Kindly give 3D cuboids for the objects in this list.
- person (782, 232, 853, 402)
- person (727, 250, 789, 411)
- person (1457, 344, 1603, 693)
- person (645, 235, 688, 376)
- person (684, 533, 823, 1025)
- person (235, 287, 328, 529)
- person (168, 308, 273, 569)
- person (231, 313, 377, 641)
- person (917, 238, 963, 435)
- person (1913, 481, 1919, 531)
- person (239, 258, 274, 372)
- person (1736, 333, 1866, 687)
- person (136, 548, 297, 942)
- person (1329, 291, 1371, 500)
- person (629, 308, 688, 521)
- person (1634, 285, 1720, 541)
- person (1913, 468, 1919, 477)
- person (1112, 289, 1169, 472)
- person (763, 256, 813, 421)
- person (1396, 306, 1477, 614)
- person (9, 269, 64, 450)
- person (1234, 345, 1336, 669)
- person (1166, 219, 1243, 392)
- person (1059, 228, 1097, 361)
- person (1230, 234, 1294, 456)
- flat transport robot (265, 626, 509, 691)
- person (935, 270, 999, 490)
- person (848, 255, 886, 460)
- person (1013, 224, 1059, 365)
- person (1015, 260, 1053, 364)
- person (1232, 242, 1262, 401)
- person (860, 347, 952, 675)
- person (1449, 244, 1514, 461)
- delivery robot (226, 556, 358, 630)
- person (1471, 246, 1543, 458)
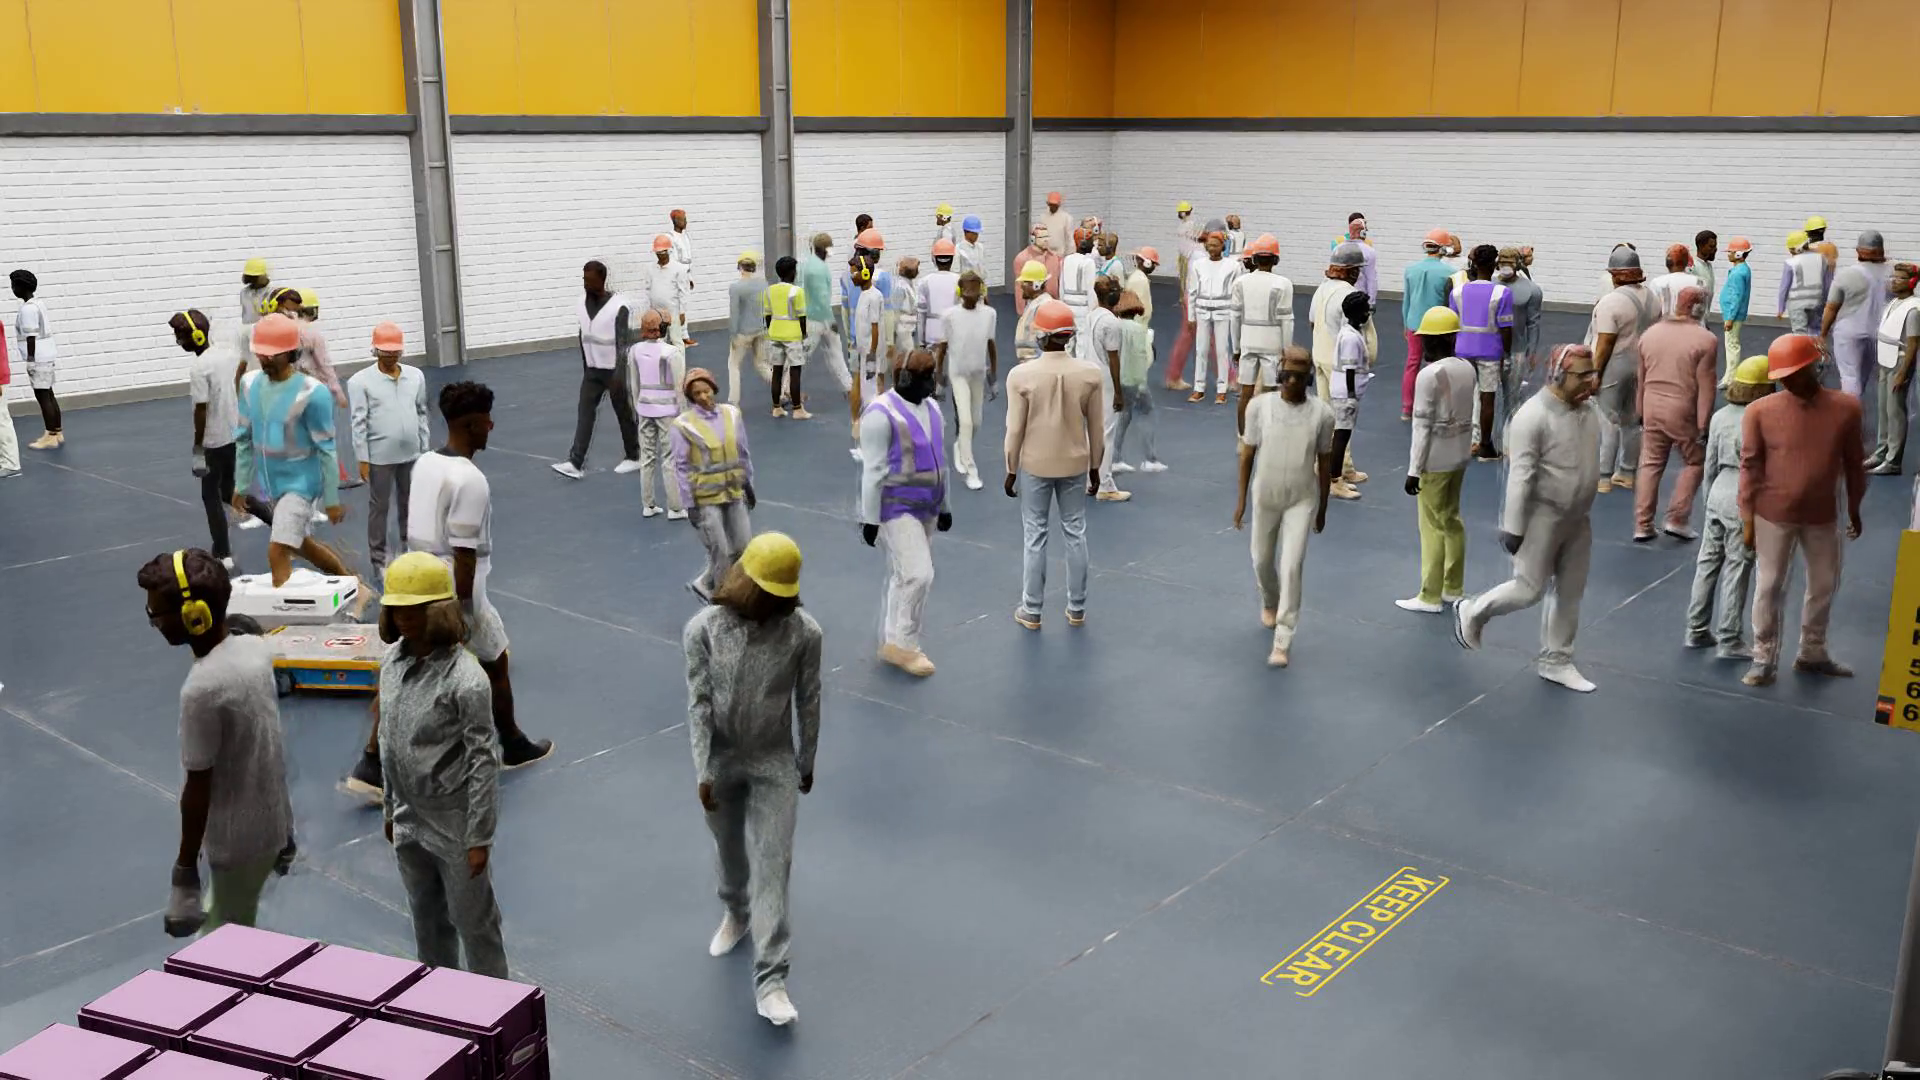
[{"bbox_3d":[-1.504,-2.420,18.190,1.053,1.868,0.649,0,14,0],"label":"person"},{"bbox_3d":[-2.210,-2.193,17.616,0.582,1.735,0.565,12,18,39],"label":"person"},{"bbox_3d":[3.156,-0.145,9.061,0.653,1.887,0.749,-9,17,-33],"label":"person"},{"bbox_3d":[-3.485,-2.731,19.687,0.565,1.744,0.351,6,15,21],"label":"person"},{"bbox_3d":[-0.710,0.779,5.780,0.472,1.678,0.866,-1,14,-4],"label":"person"},{"bbox_3d":[-5.206,-0.981,12.536,0.658,1.833,0.335,-4,15,-17],"label":"person"},{"bbox_3d":[-4.964,-0.666,11.273,0.681,1.834,0.566,-1,14,-3],"label":"person"},{"bbox_3d":[-3.824,-0.341,9.637,0.613,2.000,1.014,8,16,28],"label":"person"},{"bbox_3d":[-0.148,-1.994,16.378,0.548,1.929,0.389,3,14,11],"label":"person"},{"bbox_3d":[7.357,-0.903,12.096,0.713,1.887,0.592,-3,14,-10],"label":"person"},{"bbox_3d":[-7.135,-2.036,17.002,0.502,1.685,0.853,3,14,11],"label":"person"},{"bbox_3d":[4.583,-0.153,8.996,0.788,1.946,0.489,2,14,7],"label":"person"},{"bbox_3d":[-2.154,0.916,4.922,0.403,1.845,0.516,-2,14,-9],"label":"person"},{"bbox_3d":[3.186,-1.191,13.630,0.319,1.695,0.538,2,14,10],"label":"person"},{"bbox_3d":[-2.313,-0.962,12.833,0.512,1.641,0.307,8,16,28],"label":"person"},{"bbox_3d":[5.234,-0.906,12.121,0.587,1.878,0.714,-9,17,-31],"label":"person"},{"bbox_3d":[8.567,-1.466,14.260,0.543,1.928,0.379,1,14,5],"label":"person"},{"bbox_3d":[1.571,-1.383,14.546,0.585,1.608,0.524,-7,16,-27],"label":"person"},{"bbox_3d":[-1.784,-2.077,17.174,0.530,1.695,0.321,9,16,31],"label":"person"},{"bbox_3d":[2.994,-0.505,10.459,0.409,1.917,0.581,13,19,41],"label":"person"},{"bbox_3d":[-8.713,-1.708,15.717,0.319,1.687,0.539,-5,15,-19],"label":"person"},{"bbox_3d":[1.872,-0.236,9.582,0.530,1.823,0.827,4,15,15],"label":"person"},{"bbox_3d":[2.851,-2.701,18.968,1.058,2.000,0.737,7,16,26],"label":"person"},{"bbox_3d":[1.337,-2.534,18.620,0.346,1.882,0.578,-9,17,-32],"label":"person"},{"bbox_3d":[2.774,-1.767,15.227,0.615,2.044,0.371,10,17,35],"label":"person"},{"bbox_3d":[-3.297,0.650,9.163,1.431,0.197,0.652,1,14,5],"label":"flat transport robot"},{"bbox_3d":[0.051,-1.389,14.150,0.524,1.837,0.843,-5,15,-19],"label":"person"},{"bbox_3d":[-0.859,-1.669,15.230,0.351,1.856,0.518,-4,15,-16],"label":"person"},{"bbox_3d":[0.910,-2.635,18.976,0.651,1.907,0.409,-12,19,-40],"label":"person"},{"bbox_3d":[0.697,-1.608,15.051,0.405,1.826,0.598,-1,14,-3],"label":"person"},{"bbox_3d":[3.212,-2.406,18.375,0.334,1.749,0.573,0,14,0],"label":"person"},{"bbox_3d":[-0.226,-0.156,9.235,0.596,1.821,0.659,9,16,31],"label":"person"},{"bbox_3d":[4.721,-1.697,15.104,0.606,1.966,0.366,11,18,38],"label":"person"},{"bbox_3d":[-3.877,0.338,9.647,0.707,0.478,0.477,1,14,2],"label":"delivery robot"},{"bbox_3d":[4.960,-1.714,15.232,0.635,1.937,0.359,6,15,21],"label":"person"}]
